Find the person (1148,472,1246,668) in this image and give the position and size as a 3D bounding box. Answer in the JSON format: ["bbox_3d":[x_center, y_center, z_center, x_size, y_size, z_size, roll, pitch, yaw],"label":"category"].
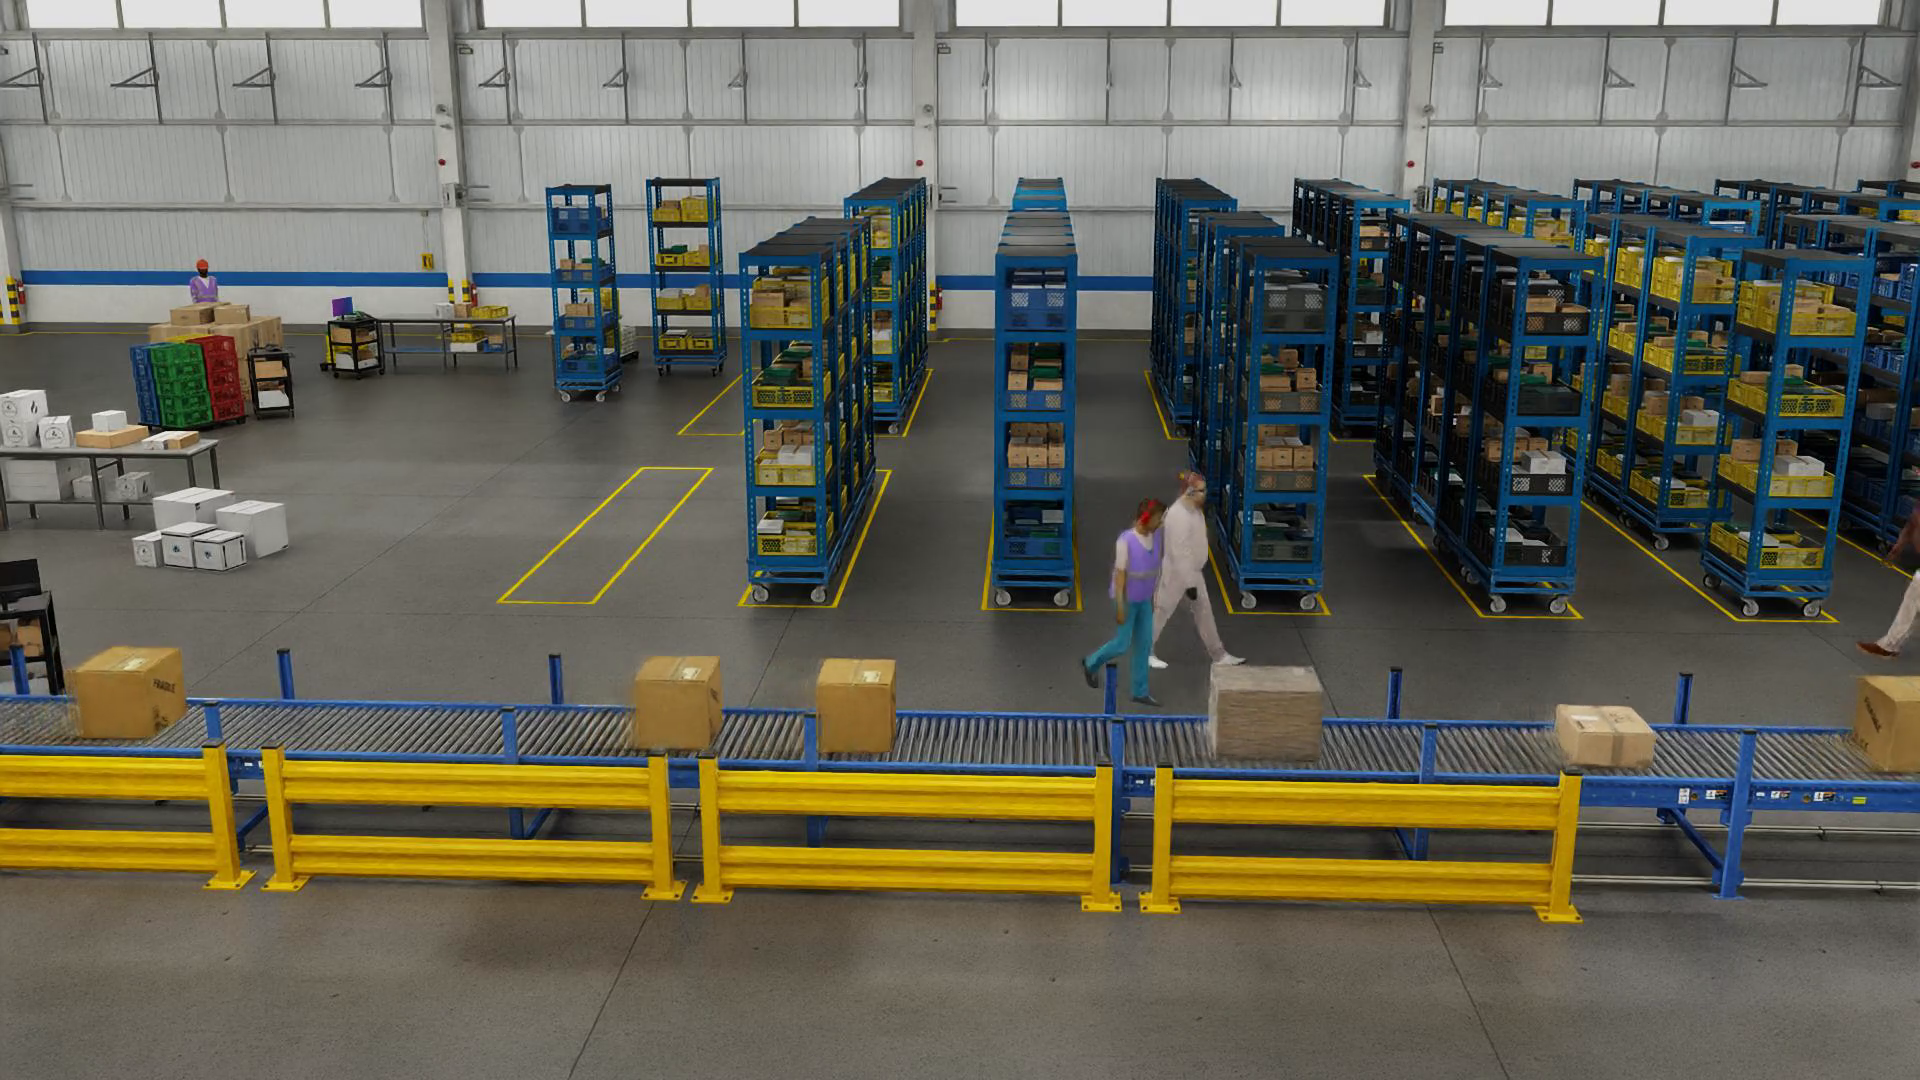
[{"bbox_3d":[2.054,0.298,14.934,1.012,1.845,0.645,7,16,23],"label":"person"}]

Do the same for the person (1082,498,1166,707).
[{"bbox_3d":[1.438,0.509,14.274,0.751,1.804,0.613,13,20,39],"label":"person"}]

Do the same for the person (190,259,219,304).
[{"bbox_3d":[-14.874,-4.581,32.870,0.364,1.935,0.553,13,20,39],"label":"person"}]

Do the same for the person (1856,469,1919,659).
[{"bbox_3d":[8.896,0.166,15.253,1.013,1.947,0.614,3,15,10],"label":"person"}]
